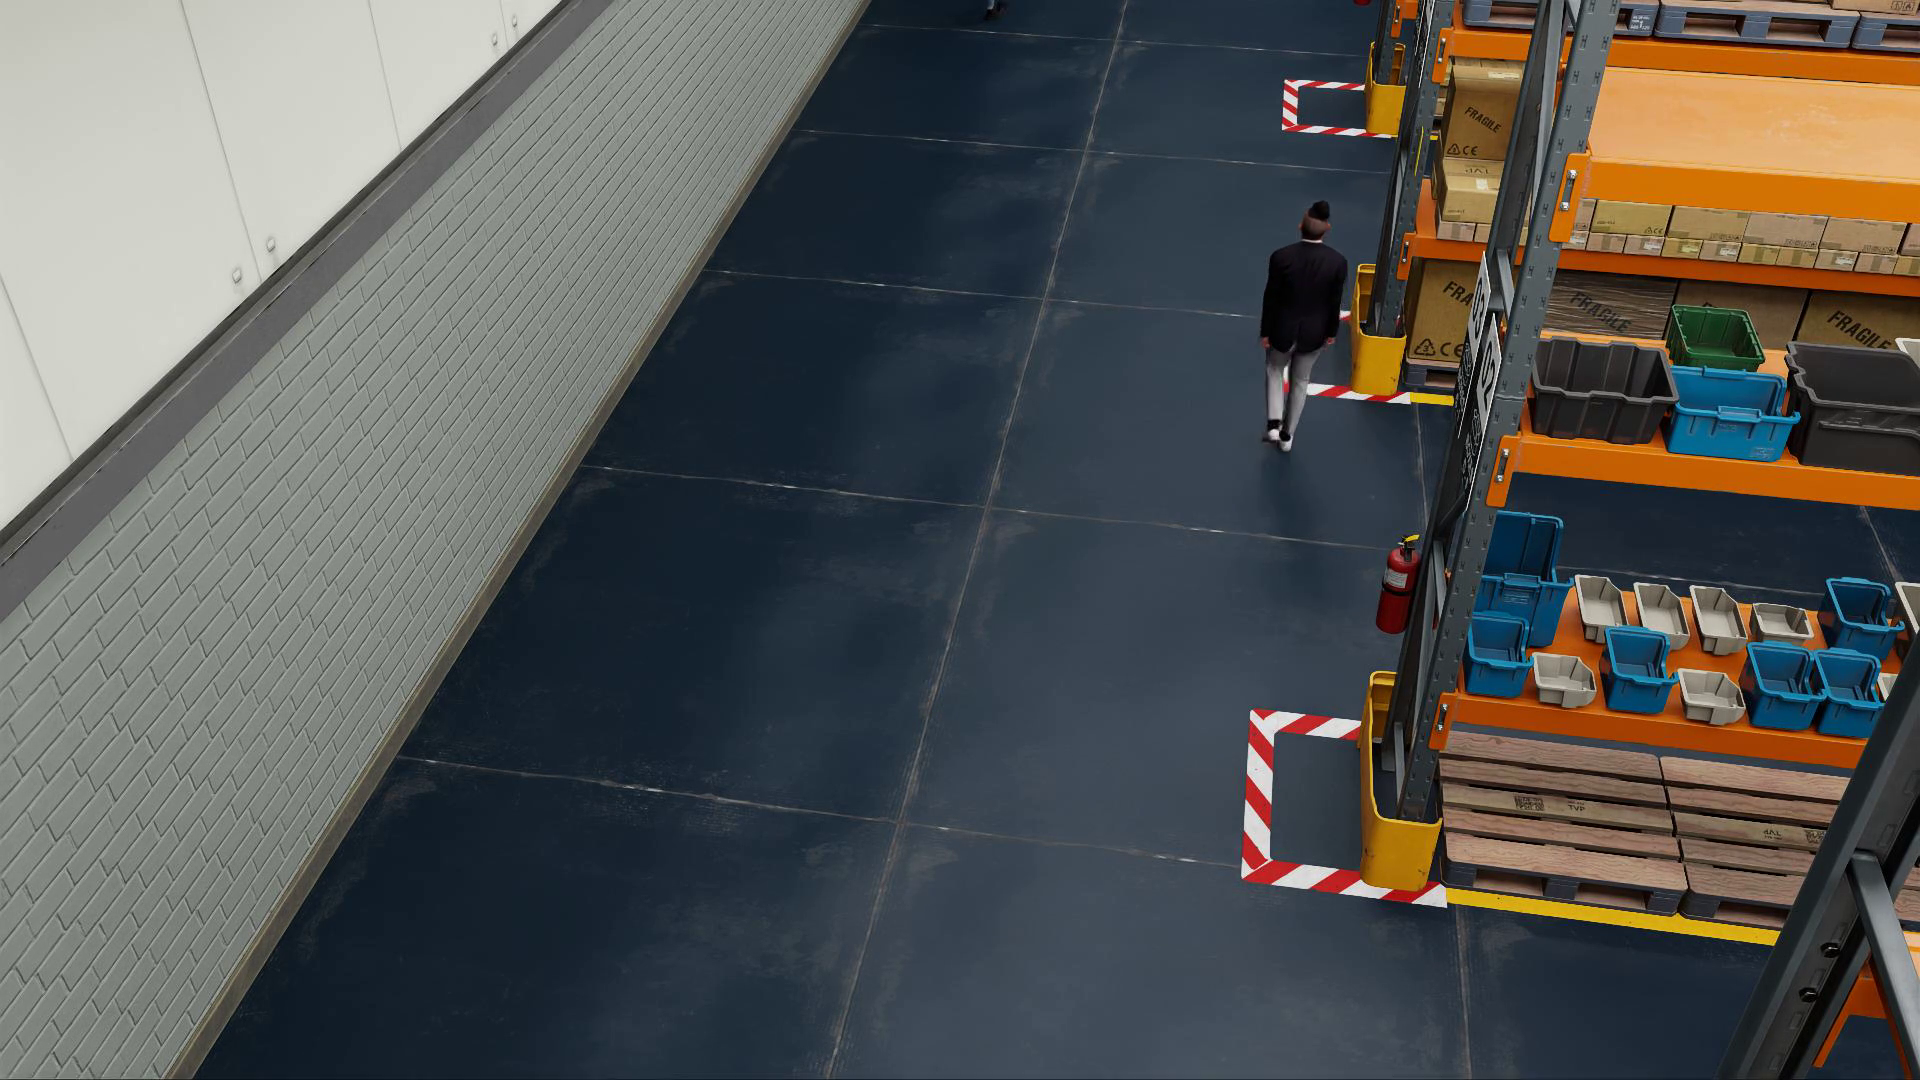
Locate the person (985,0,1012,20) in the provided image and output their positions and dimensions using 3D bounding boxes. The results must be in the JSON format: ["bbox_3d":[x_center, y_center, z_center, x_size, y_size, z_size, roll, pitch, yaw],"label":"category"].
[{"bbox_3d":[0.366,-6.477,18.784,0.758,1.179,0.705,-26,44,-30],"label":"person"}]

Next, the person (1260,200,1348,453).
[{"bbox_3d":[2.355,-1.418,11.503,0.645,1.938,0.757,5,38,6],"label":"person"}]
